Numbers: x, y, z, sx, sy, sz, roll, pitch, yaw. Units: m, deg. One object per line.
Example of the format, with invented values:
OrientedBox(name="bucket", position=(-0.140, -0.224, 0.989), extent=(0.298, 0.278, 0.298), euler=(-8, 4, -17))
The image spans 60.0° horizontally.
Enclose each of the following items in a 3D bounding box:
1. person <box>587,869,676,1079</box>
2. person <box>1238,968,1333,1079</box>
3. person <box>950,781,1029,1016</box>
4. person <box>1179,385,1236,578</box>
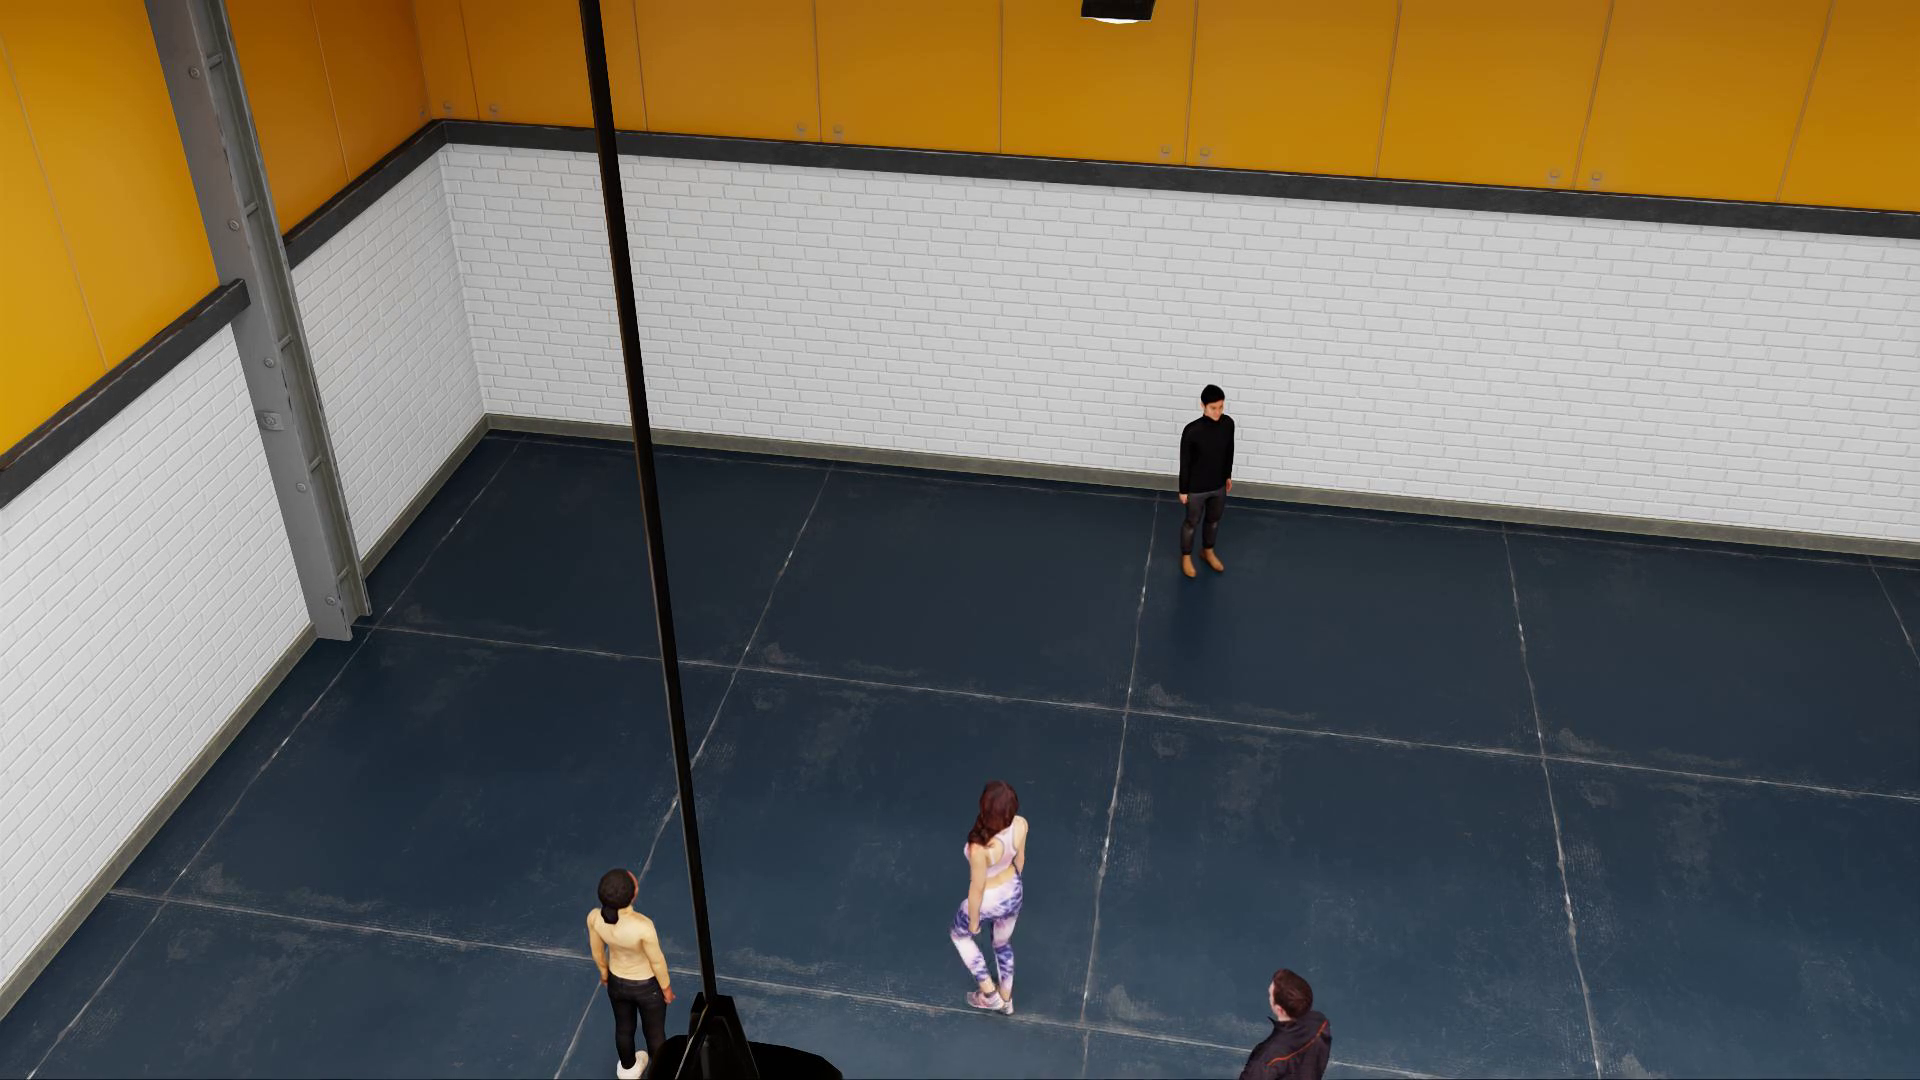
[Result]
OrientedBox(name="person", position=(-1.791, 2.432, 9.148), extent=(0.618, 1.659, 0.595), euler=(10, 35, 14))
OrientedBox(name="person", position=(1.589, 2.890, 8.239), extent=(0.790, 1.903, 0.875), euler=(-26, 42, -33))
OrientedBox(name="person", position=(0.248, 2.120, 9.531), extent=(0.714, 1.756, 0.780), euler=(-25, 41, -33))
OrientedBox(name="person", position=(1.997, -0.501, 13.506), extent=(0.722, 1.720, 0.732), euler=(-14, 36, -20))
